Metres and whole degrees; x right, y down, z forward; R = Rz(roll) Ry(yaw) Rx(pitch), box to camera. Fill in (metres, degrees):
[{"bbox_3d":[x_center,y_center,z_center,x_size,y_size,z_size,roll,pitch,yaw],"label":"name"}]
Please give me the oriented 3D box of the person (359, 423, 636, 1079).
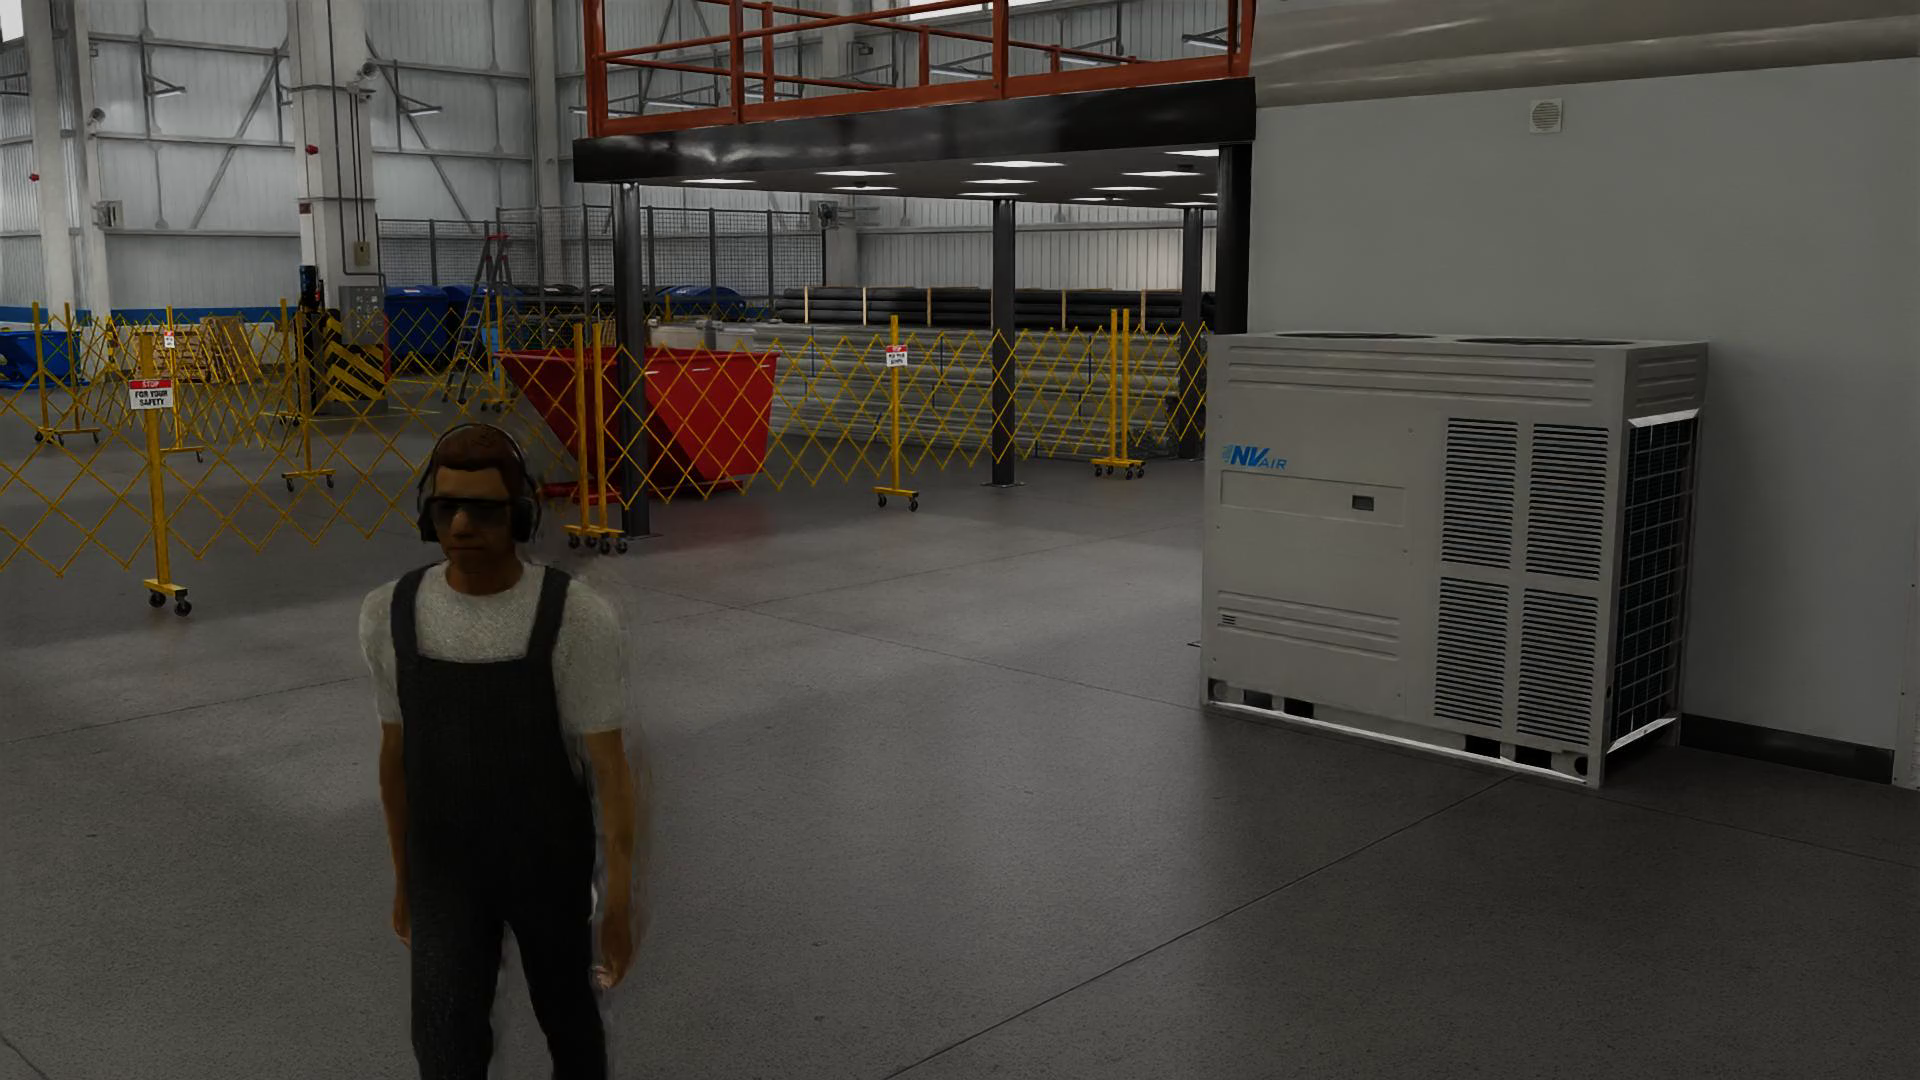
[{"bbox_3d":[-0.889,0.653,3.294,0.527,1.796,0.978,0,9,-1],"label":"person"}]
